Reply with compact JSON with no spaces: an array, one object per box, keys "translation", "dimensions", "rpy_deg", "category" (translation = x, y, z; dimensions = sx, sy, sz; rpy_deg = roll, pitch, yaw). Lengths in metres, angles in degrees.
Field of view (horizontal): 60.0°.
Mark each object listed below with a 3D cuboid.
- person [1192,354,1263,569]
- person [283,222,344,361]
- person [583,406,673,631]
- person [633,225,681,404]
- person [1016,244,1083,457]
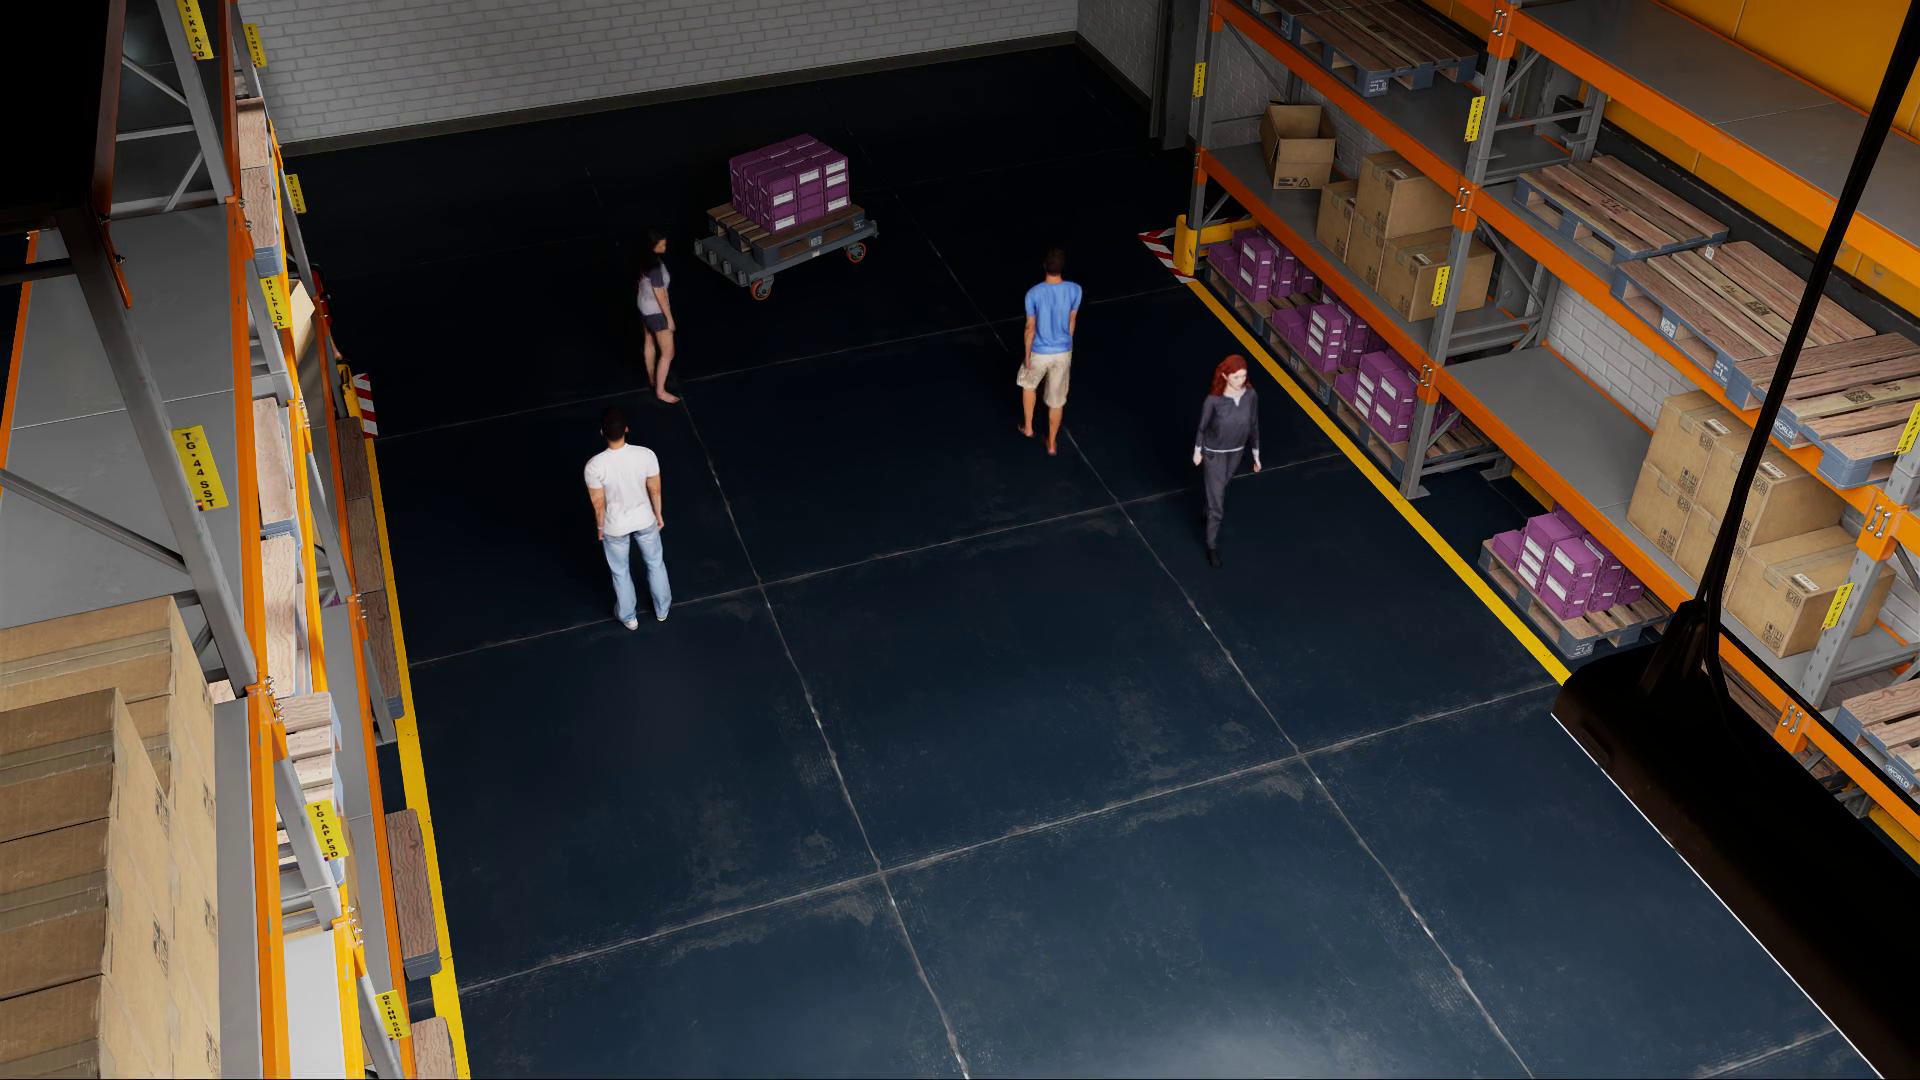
[{"translation":[1.955,-0.699,12.628],"dimensions":[0.597,1.757,0.791],"rpy_deg":[-15,41,-17],"category":"person"},{"translation":[-5.869,-2.234,14.746],"dimensions":[1.048,1.512,1.011],"rpy_deg":[14,41,16],"category":"person"},{"translation":[-2.367,-0.153,11.857],"dimensions":[0.679,1.865,0.553],"rpy_deg":[-15,41,-18],"category":"person"},{"translation":[-2.674,-2.010,14.334],"dimensions":[0.826,1.677,0.526],"rpy_deg":[-30,47,-32],"category":"person"},{"translation":[0.760,-1.485,13.542],"dimensions":[0.733,1.845,0.823],"rpy_deg":[-5,39,-6],"category":"person"}]
